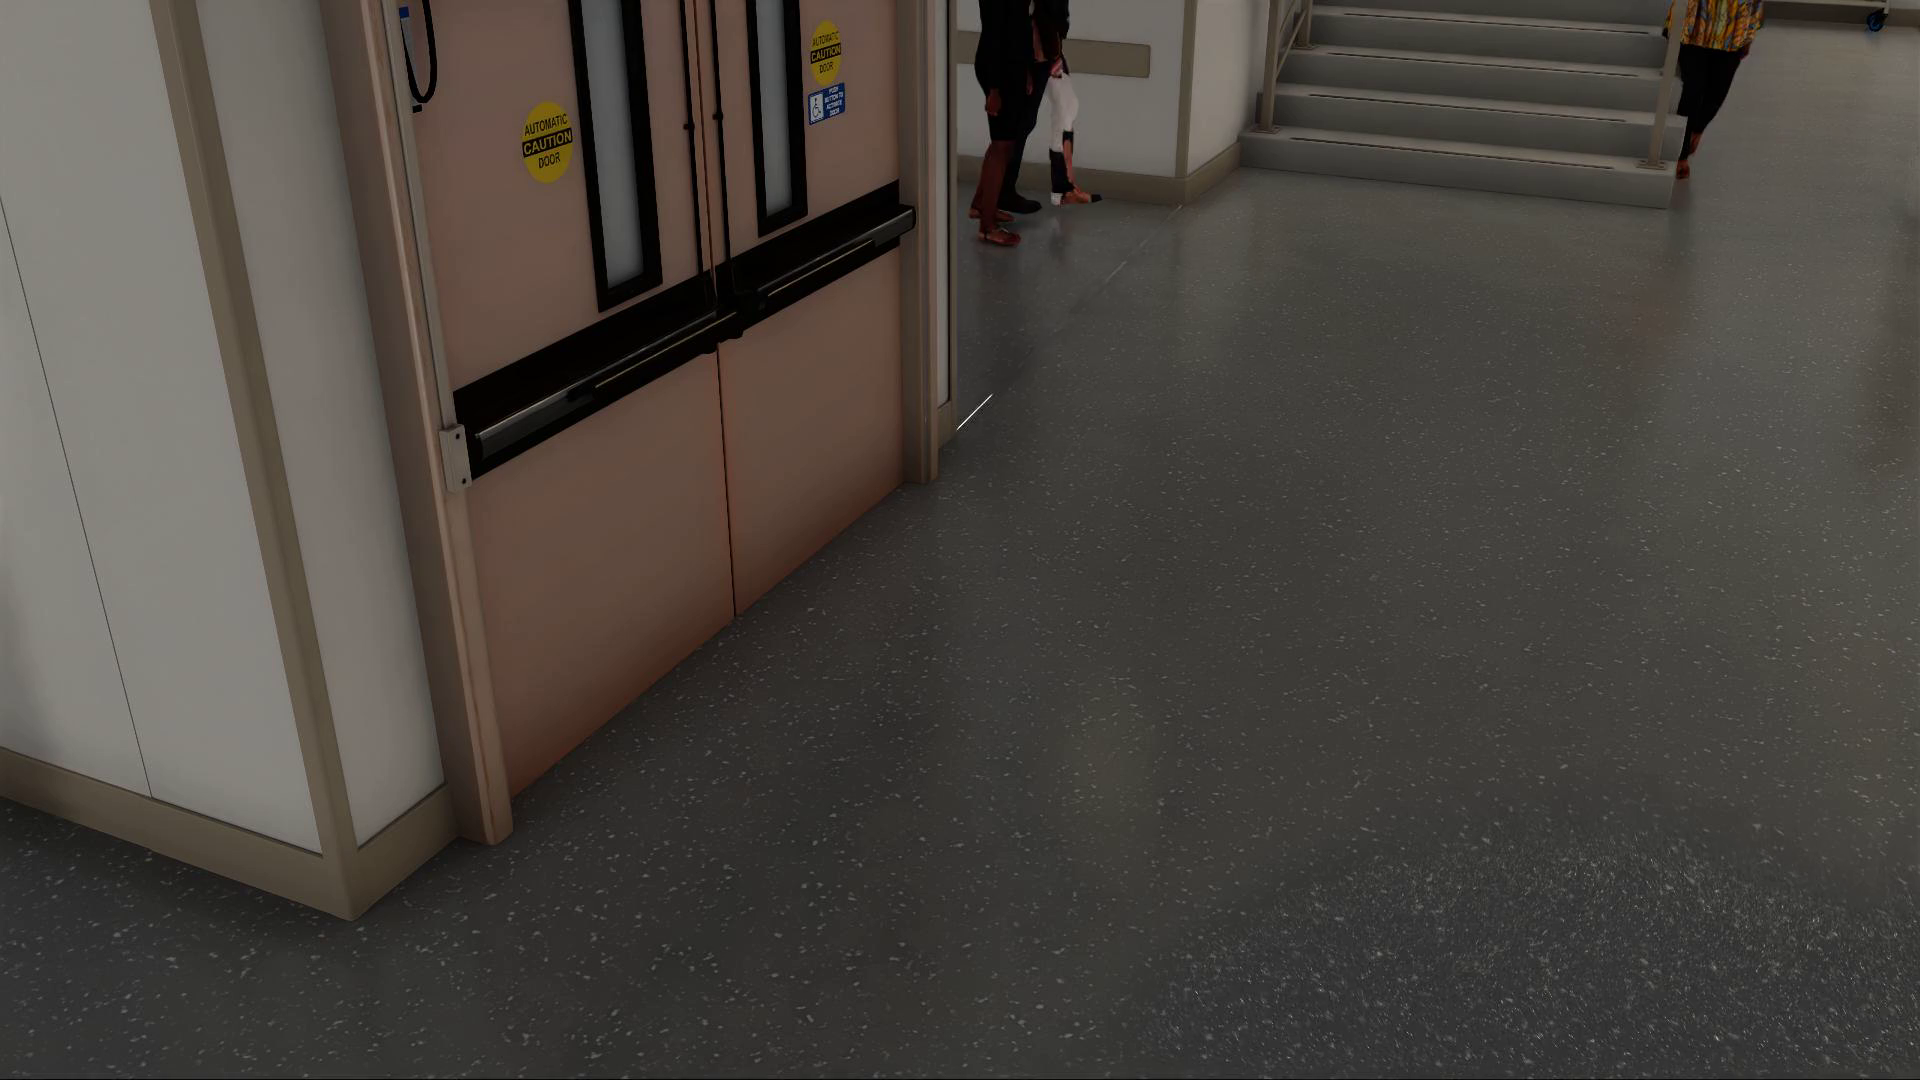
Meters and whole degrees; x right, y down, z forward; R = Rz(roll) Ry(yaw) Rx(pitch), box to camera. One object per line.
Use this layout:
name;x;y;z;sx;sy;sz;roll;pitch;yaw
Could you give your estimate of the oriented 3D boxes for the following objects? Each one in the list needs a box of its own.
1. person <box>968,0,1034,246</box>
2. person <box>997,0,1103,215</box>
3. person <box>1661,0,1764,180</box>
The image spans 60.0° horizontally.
person;0.222;-2.441;8.794;0.791;1.713;0.600;8;27;16
person;0.330;-2.708;9.178;0.931;1.861;0.918;2;26;4
person;4.587;-3.058;10.172;0.854;1.627;1.044;5;26;11
